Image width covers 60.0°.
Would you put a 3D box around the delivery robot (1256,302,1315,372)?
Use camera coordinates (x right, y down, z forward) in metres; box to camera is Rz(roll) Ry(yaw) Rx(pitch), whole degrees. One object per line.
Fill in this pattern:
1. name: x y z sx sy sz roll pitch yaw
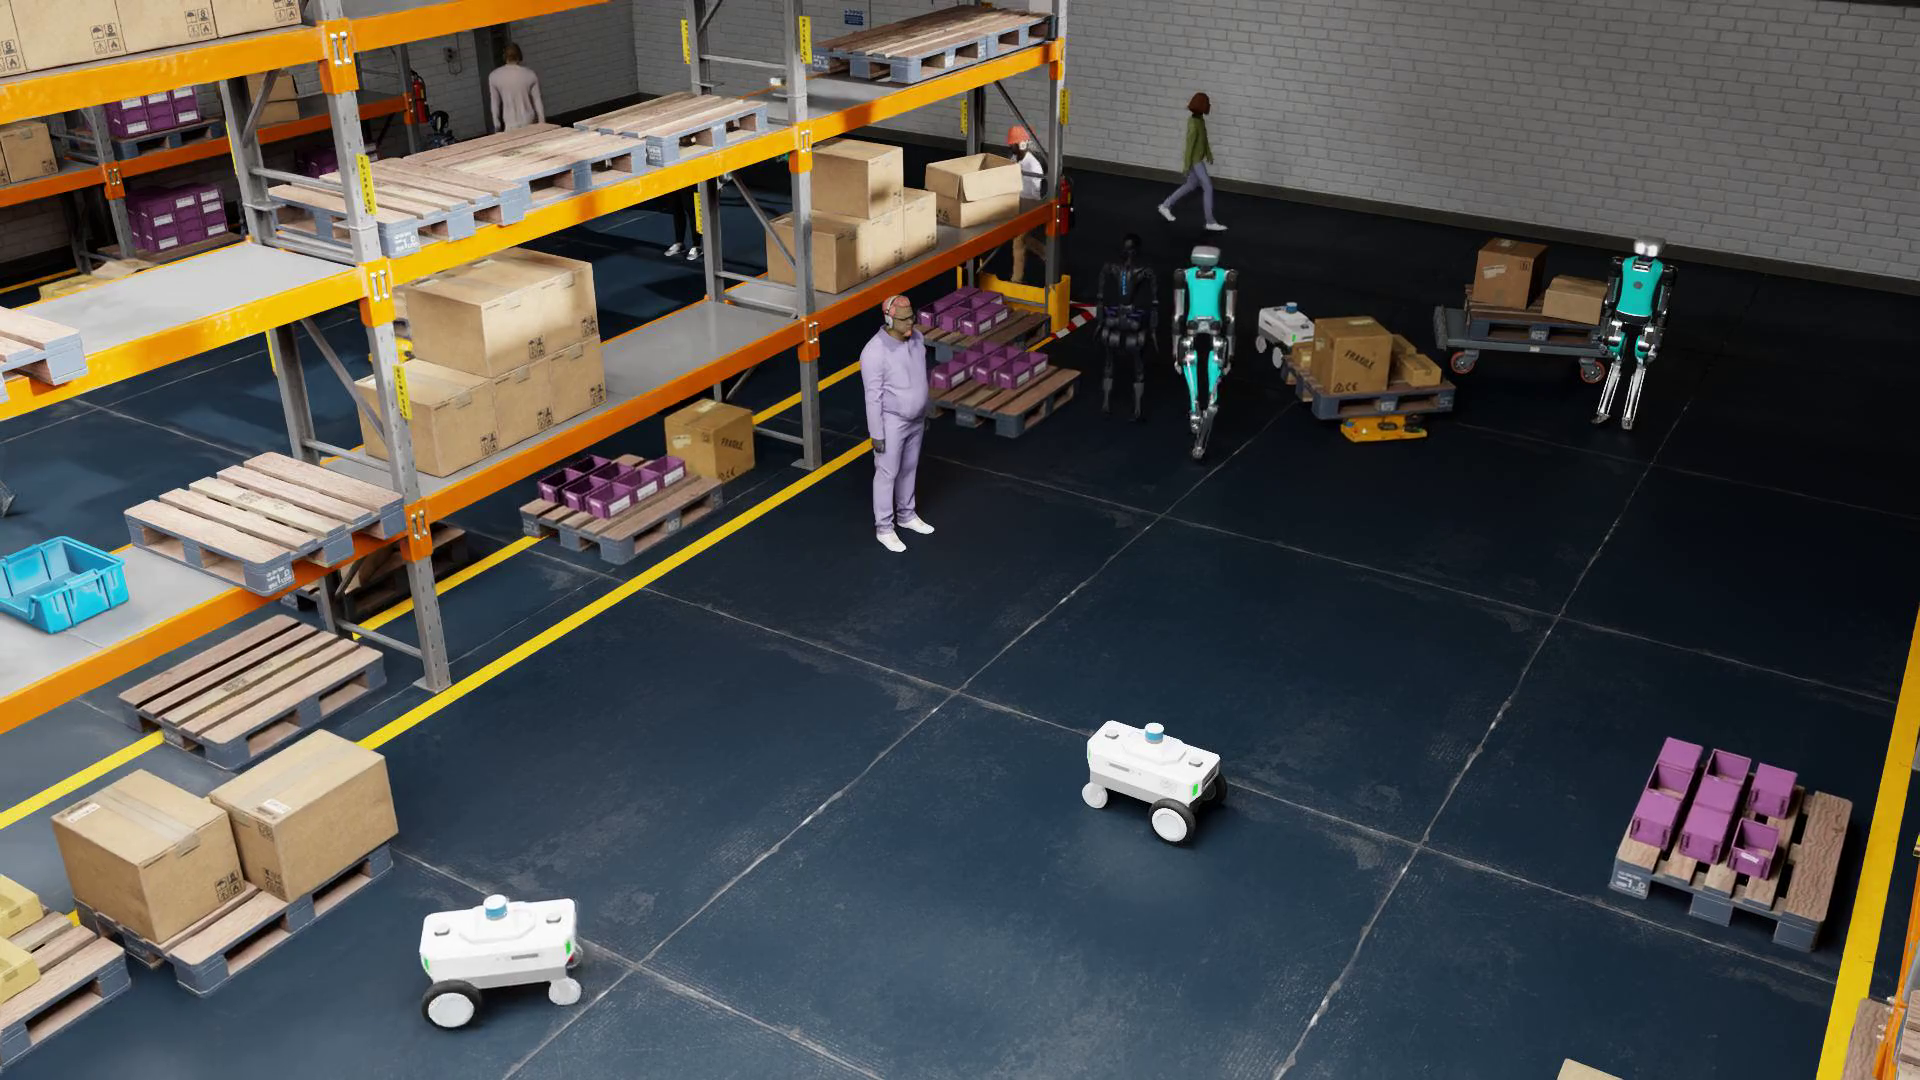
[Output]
1. delivery robot: 3.113 -1.951 15.716 0.499 0.585 0.772 -9 28 -17

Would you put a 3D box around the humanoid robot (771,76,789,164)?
1. humanoid robot: -1.831 -4.702 19.857 0.551 1.758 0.969 20 33 35

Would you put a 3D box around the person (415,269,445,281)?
1. person: -4.059 -1.335 13.083 0.326 1.846 0.529 3 27 5

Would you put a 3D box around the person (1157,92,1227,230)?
1. person: 2.759 -4.465 19.536 0.809 1.582 0.482 6 27 11

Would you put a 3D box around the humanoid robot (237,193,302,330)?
1. humanoid robot: -6.731 -2.839 16.244 0.612 1.655 0.313 8 28 15

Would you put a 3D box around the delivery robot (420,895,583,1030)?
1. delivery robot: -2.198 1.965 7.989 0.751 0.576 0.499 -5 27 -9

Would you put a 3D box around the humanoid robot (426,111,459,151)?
1. humanoid robot: -5.603 -3.887 18.286 0.599 1.657 0.315 16 31 28

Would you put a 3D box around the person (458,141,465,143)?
1. person: -4.798 -3.163 16.813 0.490 1.727 0.598 9 28 18

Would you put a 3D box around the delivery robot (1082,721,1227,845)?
1. delivery robot: 1.076 1.290 9.309 0.739 0.566 0.499 16 31 28

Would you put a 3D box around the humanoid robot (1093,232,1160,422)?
1. humanoid robot: 1.414 -1.807 14.230 0.589 1.652 0.360 10 28 18

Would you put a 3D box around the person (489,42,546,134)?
1. person: -5.451 -5.156 20.563 0.649 1.909 0.799 -4 27 -9

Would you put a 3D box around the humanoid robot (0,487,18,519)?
1. humanoid robot: -7.529 -0.856 12.291 0.925 1.787 0.539 -12 29 -22

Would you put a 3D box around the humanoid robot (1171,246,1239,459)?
1. humanoid robot: 1.949 -1.457 13.448 0.550 1.716 1.018 5 27 9

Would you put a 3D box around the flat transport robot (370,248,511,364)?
1. flat transport robot: -4.897 -1.944 16.029 0.659 0.231 1.431 17 31 30

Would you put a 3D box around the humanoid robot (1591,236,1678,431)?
1. humanoid robot: 5.653 -1.763 13.908 0.533 1.671 0.735 16 31 28

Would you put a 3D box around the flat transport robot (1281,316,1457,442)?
1. flat transport robot: 3.503 -1.222 14.606 0.659 0.231 1.431 -4 27 -8

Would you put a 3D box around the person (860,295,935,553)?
1. person: -0.428 -0.862 12.090 0.412 1.907 0.643 17 32 30

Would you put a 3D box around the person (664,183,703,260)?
1. person: -3.079 -3.998 18.432 0.763 1.756 0.455 17 31 30

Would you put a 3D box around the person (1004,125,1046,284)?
1. person: 0.742 -3.524 17.540 0.691 1.718 0.593 -11 29 -20
